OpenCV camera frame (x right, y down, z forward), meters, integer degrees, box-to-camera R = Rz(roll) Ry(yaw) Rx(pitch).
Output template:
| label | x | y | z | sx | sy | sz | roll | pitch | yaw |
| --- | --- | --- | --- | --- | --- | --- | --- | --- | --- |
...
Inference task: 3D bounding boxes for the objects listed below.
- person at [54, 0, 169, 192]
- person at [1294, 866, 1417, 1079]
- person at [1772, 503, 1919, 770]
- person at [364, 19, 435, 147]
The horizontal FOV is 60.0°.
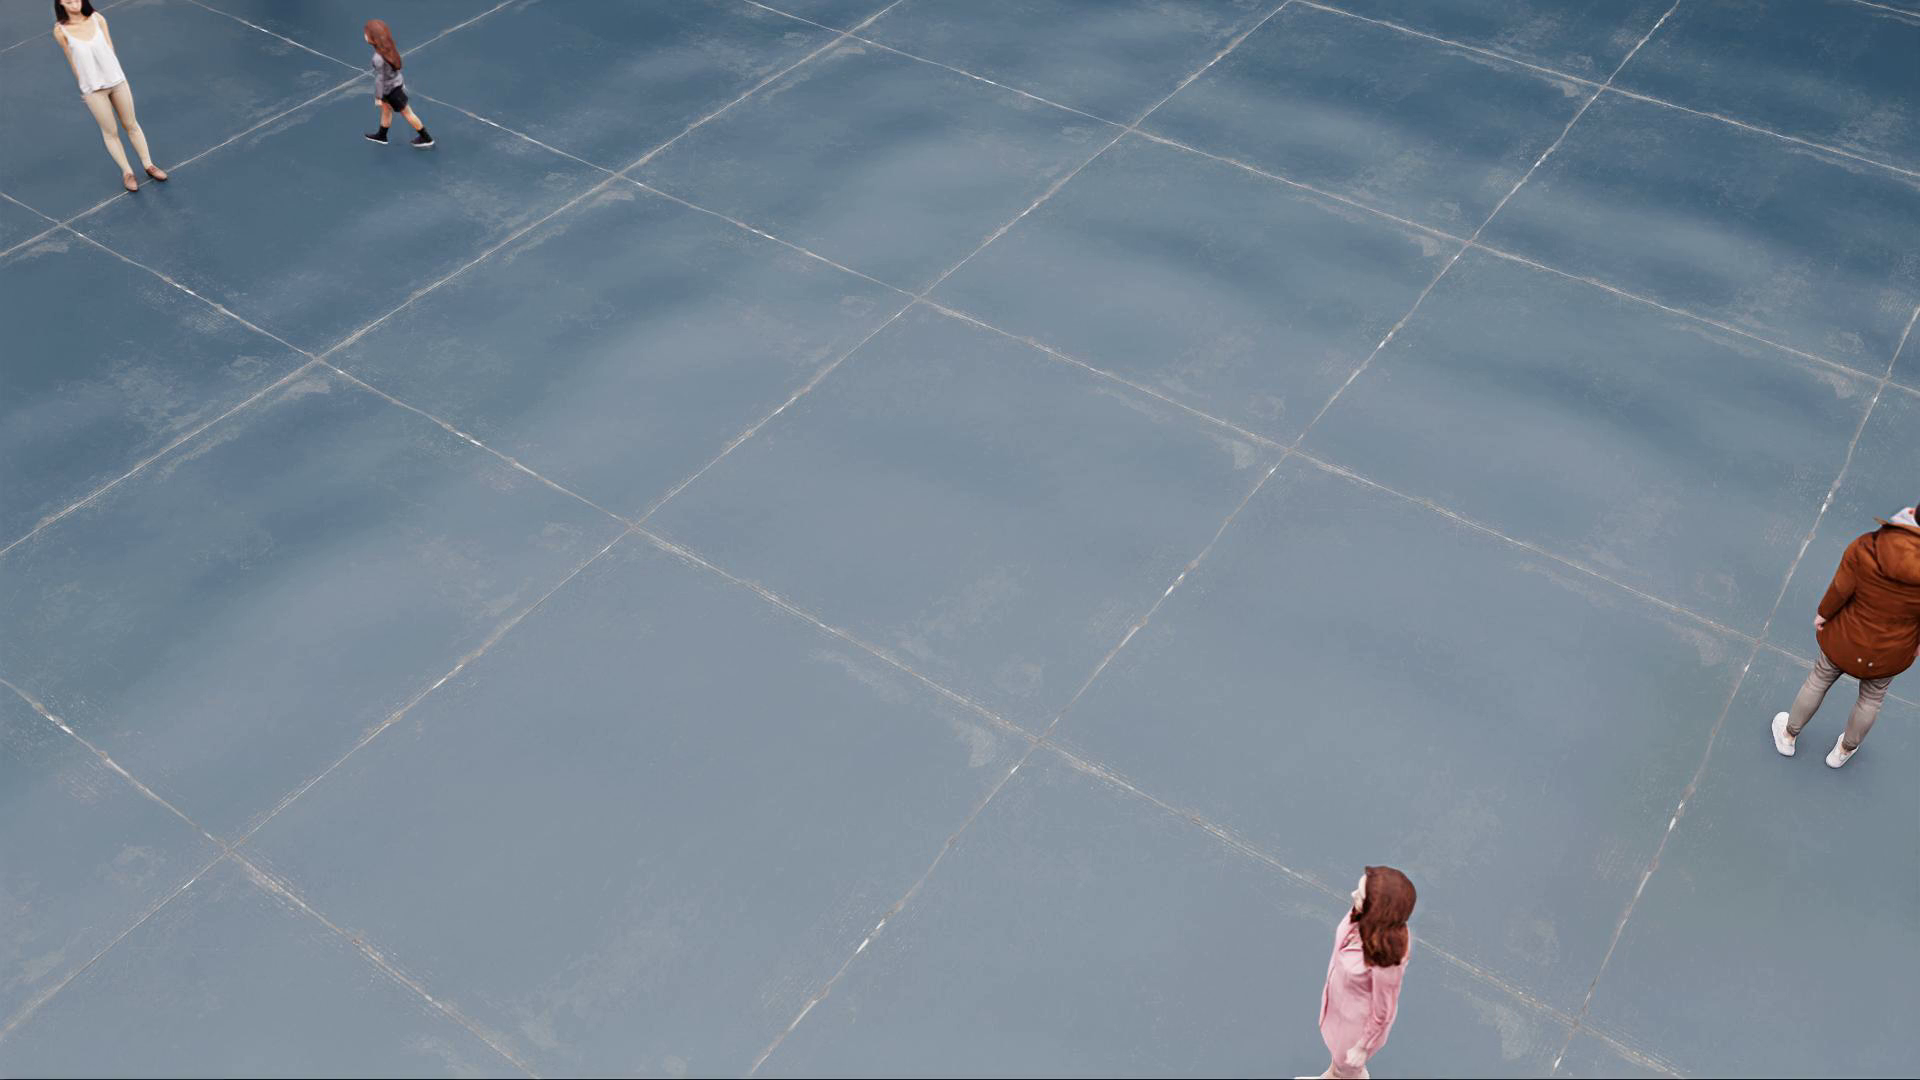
| label | x | y | z | sx | sy | sz | roll | pitch | yaw |
| --- | --- | --- | --- | --- | --- | --- | --- | --- | --- |
| person | -6.590 | -3.513 | 12.769 | 0.568 | 1.652 | 0.618 | 26 | 49 | 25 |
| person | 1.643 | 1.918 | 6.843 | 0.712 | 1.801 | 0.697 | 0 | 43 | 0 |
| person | 4.597 | 0.463 | 8.374 | 0.692 | 1.839 | 0.810 | 18 | 46 | 18 |
| person | -4.501 | -3.627 | 13.310 | 0.844 | 1.080 | 0.746 | -2 | 43 | -2 |
